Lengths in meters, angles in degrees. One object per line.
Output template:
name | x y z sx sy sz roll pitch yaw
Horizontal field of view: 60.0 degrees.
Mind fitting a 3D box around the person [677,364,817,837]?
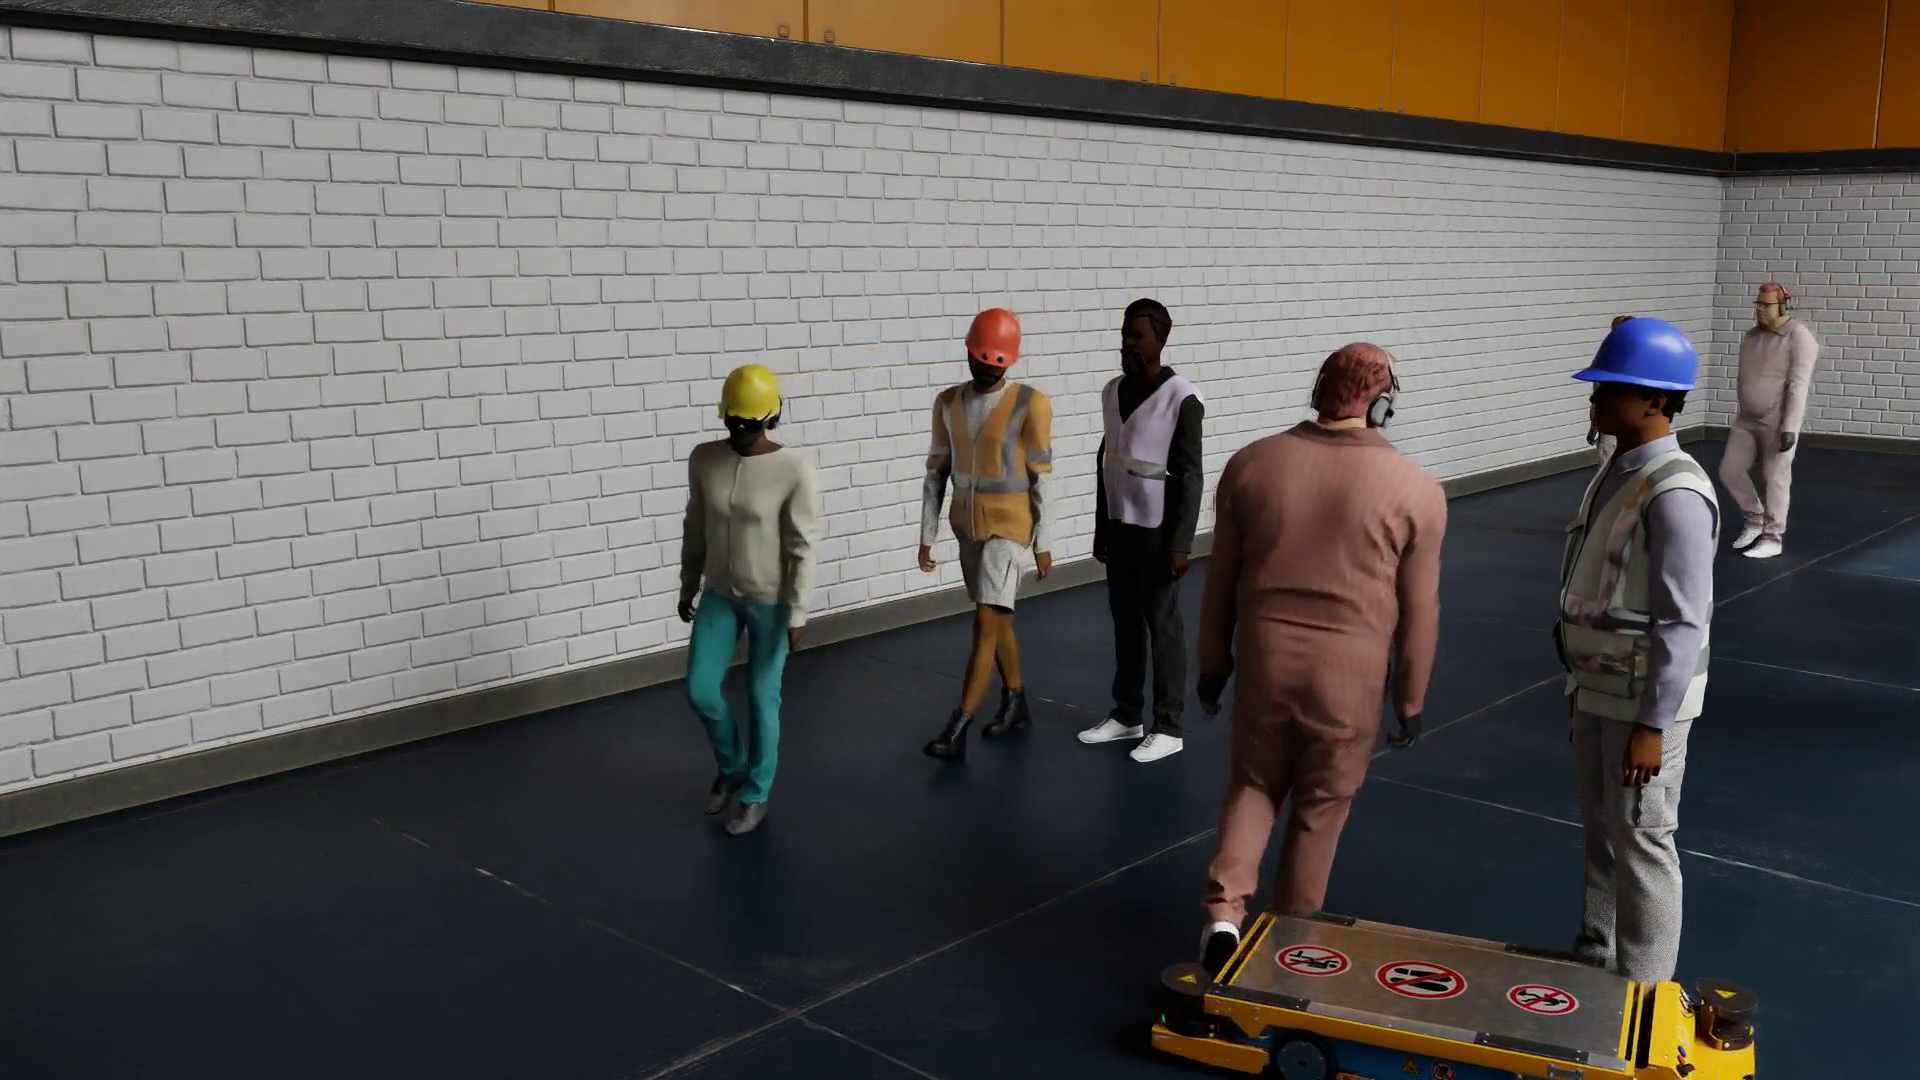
person | -0.782 0.229 5.950 0.591 1.724 0.419 4 11 22

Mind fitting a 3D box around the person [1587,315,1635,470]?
person | 4.833 -0.813 12.140 0.522 1.644 0.307 -2 10 -10

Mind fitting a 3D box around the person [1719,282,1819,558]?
person | 5.516 -0.807 11.395 0.424 1.894 0.643 -4 11 -20

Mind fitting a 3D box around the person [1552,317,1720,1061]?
person | 1.756 0.396 4.385 0.384 1.951 0.605 1 10 3

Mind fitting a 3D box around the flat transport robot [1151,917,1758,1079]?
flat transport robot | 1.282 1.244 4.330 1.431 0.197 0.652 4 11 24

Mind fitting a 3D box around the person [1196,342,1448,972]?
person | 0.976 0.394 4.642 0.686 1.876 0.559 5 11 28

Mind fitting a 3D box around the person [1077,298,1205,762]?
person | 0.777 -0.046 6.983 0.387 1.921 0.594 -7 12 -34

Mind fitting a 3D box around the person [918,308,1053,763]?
person | 0.053 -0.017 6.945 0.579 1.870 0.933 7 12 34
